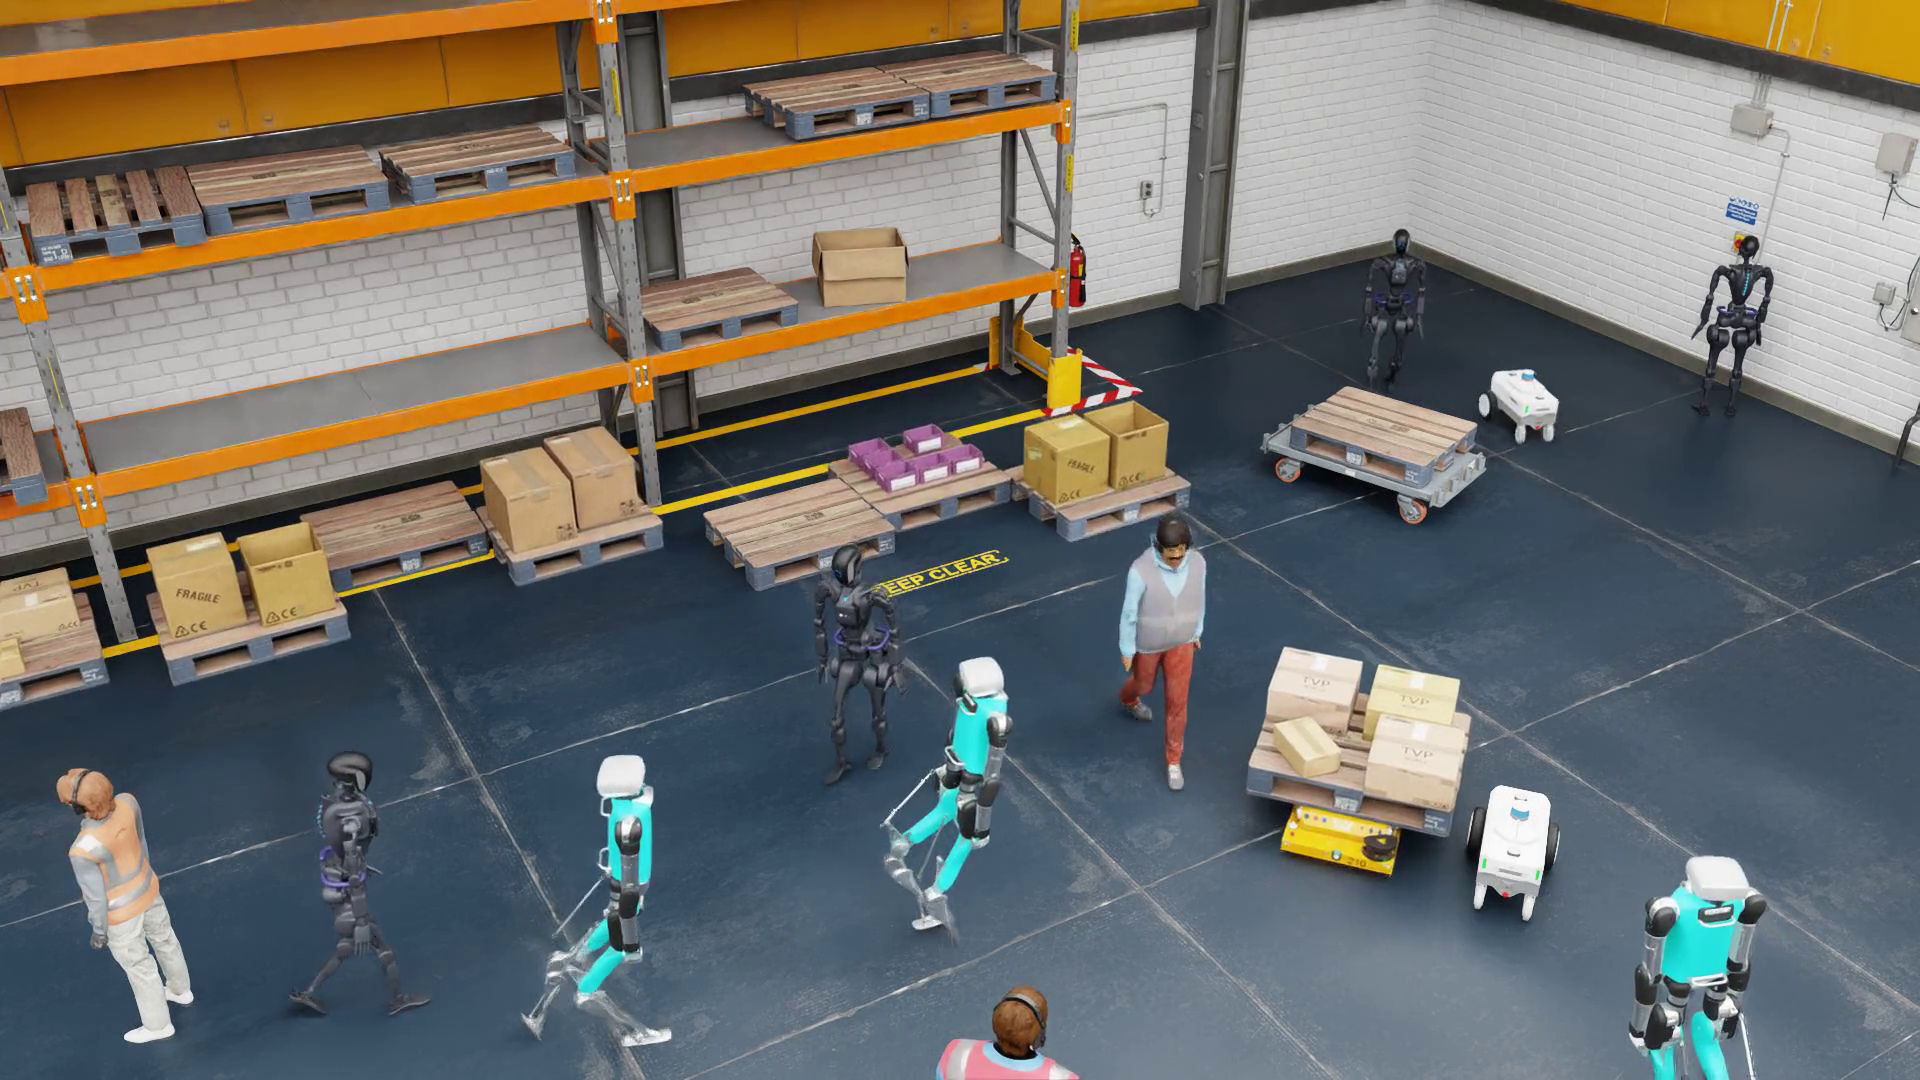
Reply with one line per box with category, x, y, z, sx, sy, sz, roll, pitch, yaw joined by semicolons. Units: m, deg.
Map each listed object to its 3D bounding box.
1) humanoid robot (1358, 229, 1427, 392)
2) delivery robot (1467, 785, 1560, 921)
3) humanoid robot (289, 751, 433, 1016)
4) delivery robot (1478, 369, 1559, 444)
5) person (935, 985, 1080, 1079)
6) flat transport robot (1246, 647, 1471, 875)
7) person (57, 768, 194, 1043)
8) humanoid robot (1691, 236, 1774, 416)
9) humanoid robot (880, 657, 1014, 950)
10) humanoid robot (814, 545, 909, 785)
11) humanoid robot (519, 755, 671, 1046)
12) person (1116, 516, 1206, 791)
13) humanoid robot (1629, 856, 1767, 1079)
humanoid robot;3.961;-2.046;15.215;0.587;1.652;0.599;2;30;4
delivery robot;3.189;1.759;9.590;0.499;0.614;0.808;10;31;18
humanoid robot;-3.166;1.793;8.424;0.683;1.647;0.610;-11;31;-18
delivery robot;5.032;-1.235;14.860;0.499;0.586;0.772;-5;30;-9
person;0.215;2.564;6.853;0.628;1.837;0.431;10;31;18
flat transport robot;2.455;1.502;10.316;0.659;0.231;1.431;10;31;18
person;-4.190;1.823;8.350;0.309;1.642;0.514;3;30;4
humanoid robot;6.925;-1.926;14.937;0.599;1.657;0.315;4;30;8
humanoid robot;-0.128;1.497;8.912;0.777;1.851;0.541;-12;32;-20
humanoid robot;-0.614;0.774;10.188;0.615;1.636;0.633;10;31;17
humanoid robot;-1.908;1.870;8.213;0.904;1.801;0.550;-4;30;-8
person;1.241;0.580;10.368;0.575;1.832;0.882;-5;30;-8
humanoid robot;3.319;2.324;7.454;0.547;1.877;0.724;-4;30;-8
